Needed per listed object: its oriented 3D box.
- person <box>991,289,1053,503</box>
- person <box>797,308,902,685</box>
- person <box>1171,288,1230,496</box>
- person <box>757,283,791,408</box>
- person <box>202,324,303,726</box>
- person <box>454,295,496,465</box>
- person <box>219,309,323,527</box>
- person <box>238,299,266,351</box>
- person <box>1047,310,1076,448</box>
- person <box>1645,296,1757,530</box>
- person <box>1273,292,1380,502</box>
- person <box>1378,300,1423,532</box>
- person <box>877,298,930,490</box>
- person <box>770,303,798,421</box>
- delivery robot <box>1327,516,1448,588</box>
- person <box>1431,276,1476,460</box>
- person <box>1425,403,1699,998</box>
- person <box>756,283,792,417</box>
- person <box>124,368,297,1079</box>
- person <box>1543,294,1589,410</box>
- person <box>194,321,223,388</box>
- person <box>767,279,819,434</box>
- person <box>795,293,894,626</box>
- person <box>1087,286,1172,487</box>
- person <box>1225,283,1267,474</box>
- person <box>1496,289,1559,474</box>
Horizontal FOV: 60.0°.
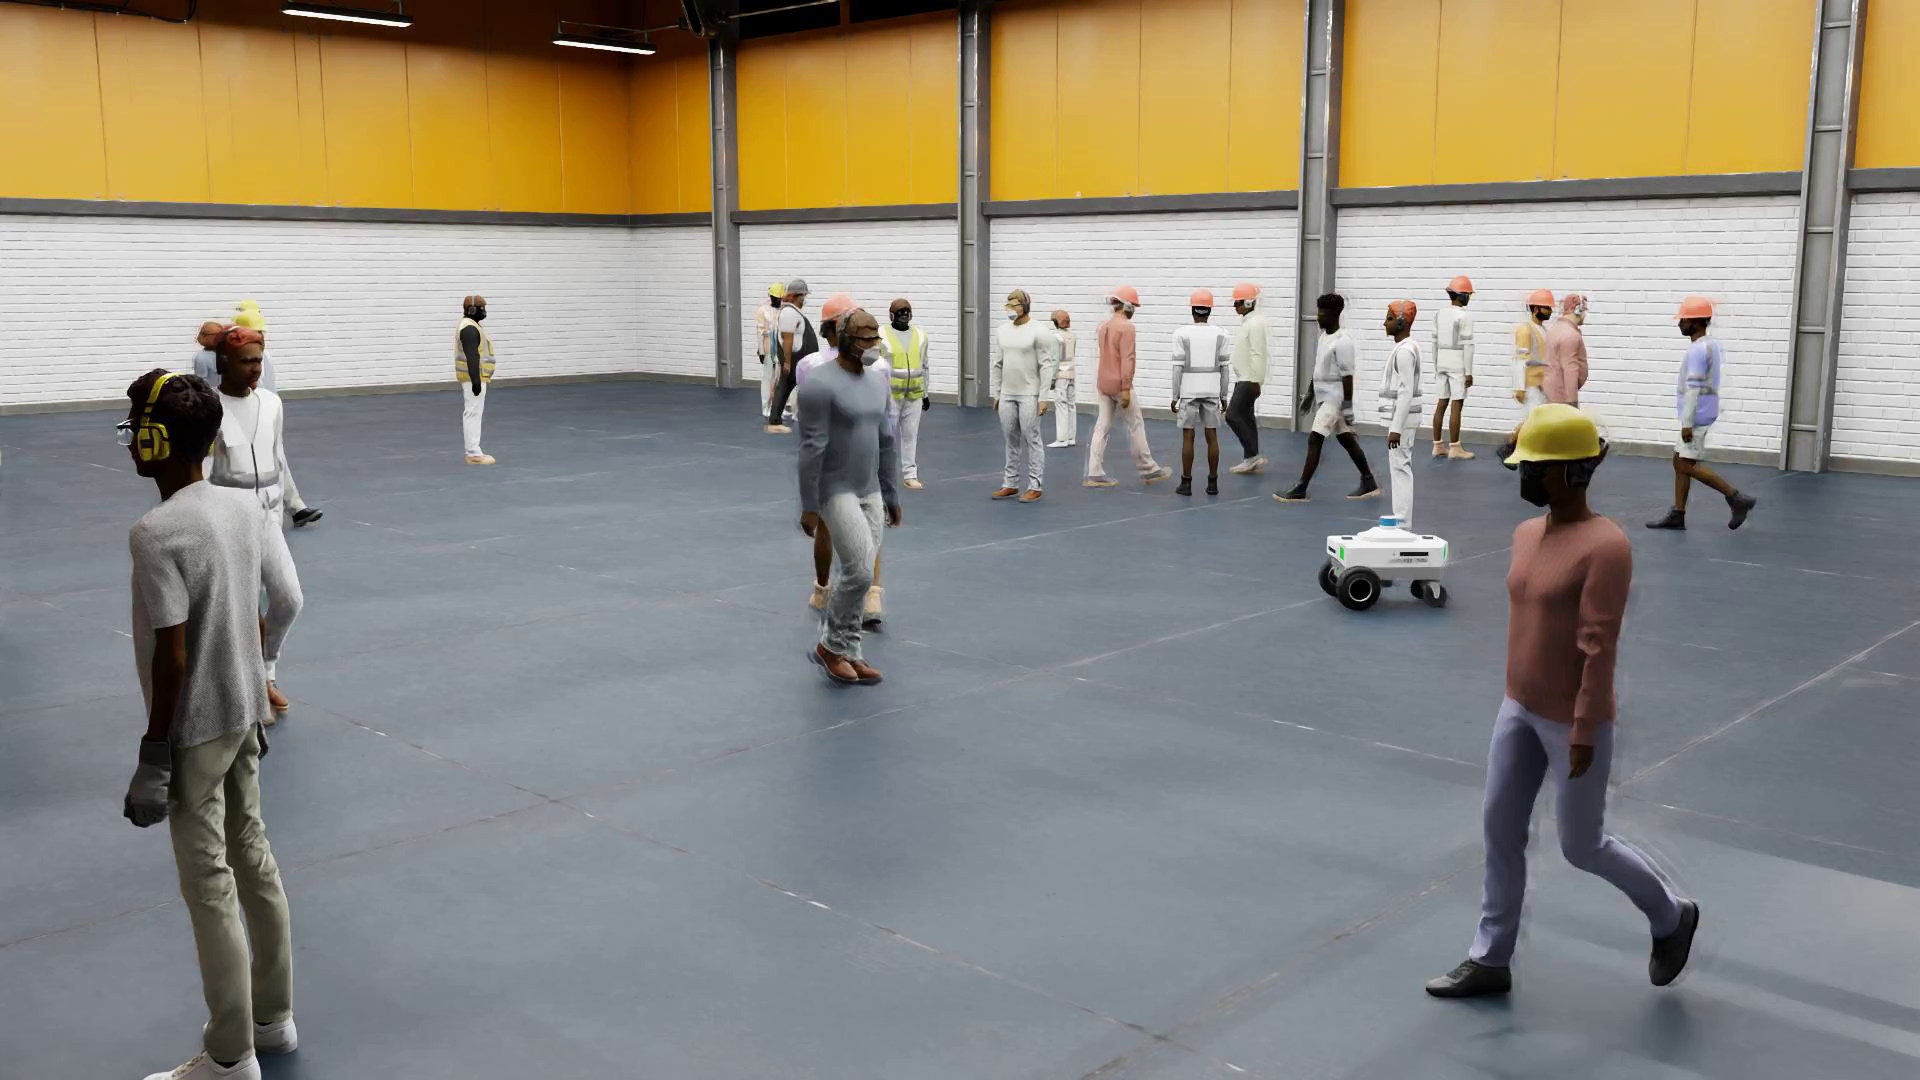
[{"bbox_3d":[0.557,-1.309,15.152,0.635,1.937,0.352,8,12,41],"label":"person"},{"bbox_3d":[-0.530,-0.201,8.384,0.445,1.923,0.647,6,11,33],"label":"person"},{"bbox_3d":[2.242,-1.380,15.587,0.552,1.937,0.356,-1,9,-4],"label":"person"},{"bbox_3d":[-2.808,-2.976,25.470,0.652,1.906,0.403,-4,10,-24],"label":"person"},{"bbox_3d":[-3.310,-0.055,7.671,0.417,1.867,0.570,6,11,32],"label":"person"},{"bbox_3d":[-5.269,-1.742,18.107,0.429,1.839,0.634,-3,10,-18],"label":"person"},{"bbox_3d":[-5.691,-0.963,13.495,0.909,1.783,0.624,2,10,15],"label":"person"},{"bbox_3d":[-9.158,-2.215,21.320,0.522,1.739,0.757,9,13,43],"label":"person"},{"bbox_3d":[1.214,-1.908,19.750,0.315,1.636,0.515,6,11,32],"label":"person"},{"bbox_3d":[5.967,-0.990,13.291,0.736,1.914,0.549,6,11,32],"label":"person"},{"bbox_3d":[3.406,-1.288,15.131,1.023,1.915,0.612,0,9,-1],"label":"person"},{"bbox_3d":[3.352,-0.885,12.721,0.353,1.883,0.577,2,10,14],"label":"person"},{"bbox_3d":[-0.567,-1.384,15.908,0.626,1.843,0.430,-4,10,-24],"label":"person"},{"bbox_3d":[-2.397,-2.461,23.171,0.521,1.637,0.345,4,10,24],"label":"person"},{"bbox_3d":[2.699,0.091,10.512,0.707,0.478,0.477,0,9,-3],"label":"delivery robot"},{"bbox_3d":[5.523,-1.916,18.552,0.397,2.043,0.609,-4,10,-23],"label":"person"},{"bbox_3d":[1.759,0.476,4.771,0.723,1.744,0.524,-3,10,-16],"label":"person"},{"bbox_3d":[-2.647,-2.729,23.925,0.584,1.917,0.381,-9,13,-44],"label":"person"},{"bbox_3d":[-1.956,0.499,4.270,0.328,1.874,0.521,1,9,6],"label":"person"},{"bbox_3d":[5.771,-1.388,15.794,0.439,1.882,0.678,1,9,9],"label":"person"},{"bbox_3d":[-7.266,-1.317,16.163,0.619,1.615,0.510,1,9,5],"label":"person"},{"bbox_3d":[-2.028,-2.364,21.305,1.002,2.000,0.703,-1,9,-4],"label":"person"},{"bbox_3d":[-0.660,-0.480,9.982,0.624,1.991,0.987,-3,10,-20],"label":"person"},{"bbox_3d":[1.643,-1.496,16.268,0.979,1.942,0.629,-5,10,-26],"label":"person"},{"bbox_3d":[2.923,-1.648,17.100,0.450,1.974,0.657,0,9,1],"label":"person"},{"bbox_3d":[5.849,-1.607,17.025,0.463,1.920,0.566,9,13,44],"label":"person"}]
